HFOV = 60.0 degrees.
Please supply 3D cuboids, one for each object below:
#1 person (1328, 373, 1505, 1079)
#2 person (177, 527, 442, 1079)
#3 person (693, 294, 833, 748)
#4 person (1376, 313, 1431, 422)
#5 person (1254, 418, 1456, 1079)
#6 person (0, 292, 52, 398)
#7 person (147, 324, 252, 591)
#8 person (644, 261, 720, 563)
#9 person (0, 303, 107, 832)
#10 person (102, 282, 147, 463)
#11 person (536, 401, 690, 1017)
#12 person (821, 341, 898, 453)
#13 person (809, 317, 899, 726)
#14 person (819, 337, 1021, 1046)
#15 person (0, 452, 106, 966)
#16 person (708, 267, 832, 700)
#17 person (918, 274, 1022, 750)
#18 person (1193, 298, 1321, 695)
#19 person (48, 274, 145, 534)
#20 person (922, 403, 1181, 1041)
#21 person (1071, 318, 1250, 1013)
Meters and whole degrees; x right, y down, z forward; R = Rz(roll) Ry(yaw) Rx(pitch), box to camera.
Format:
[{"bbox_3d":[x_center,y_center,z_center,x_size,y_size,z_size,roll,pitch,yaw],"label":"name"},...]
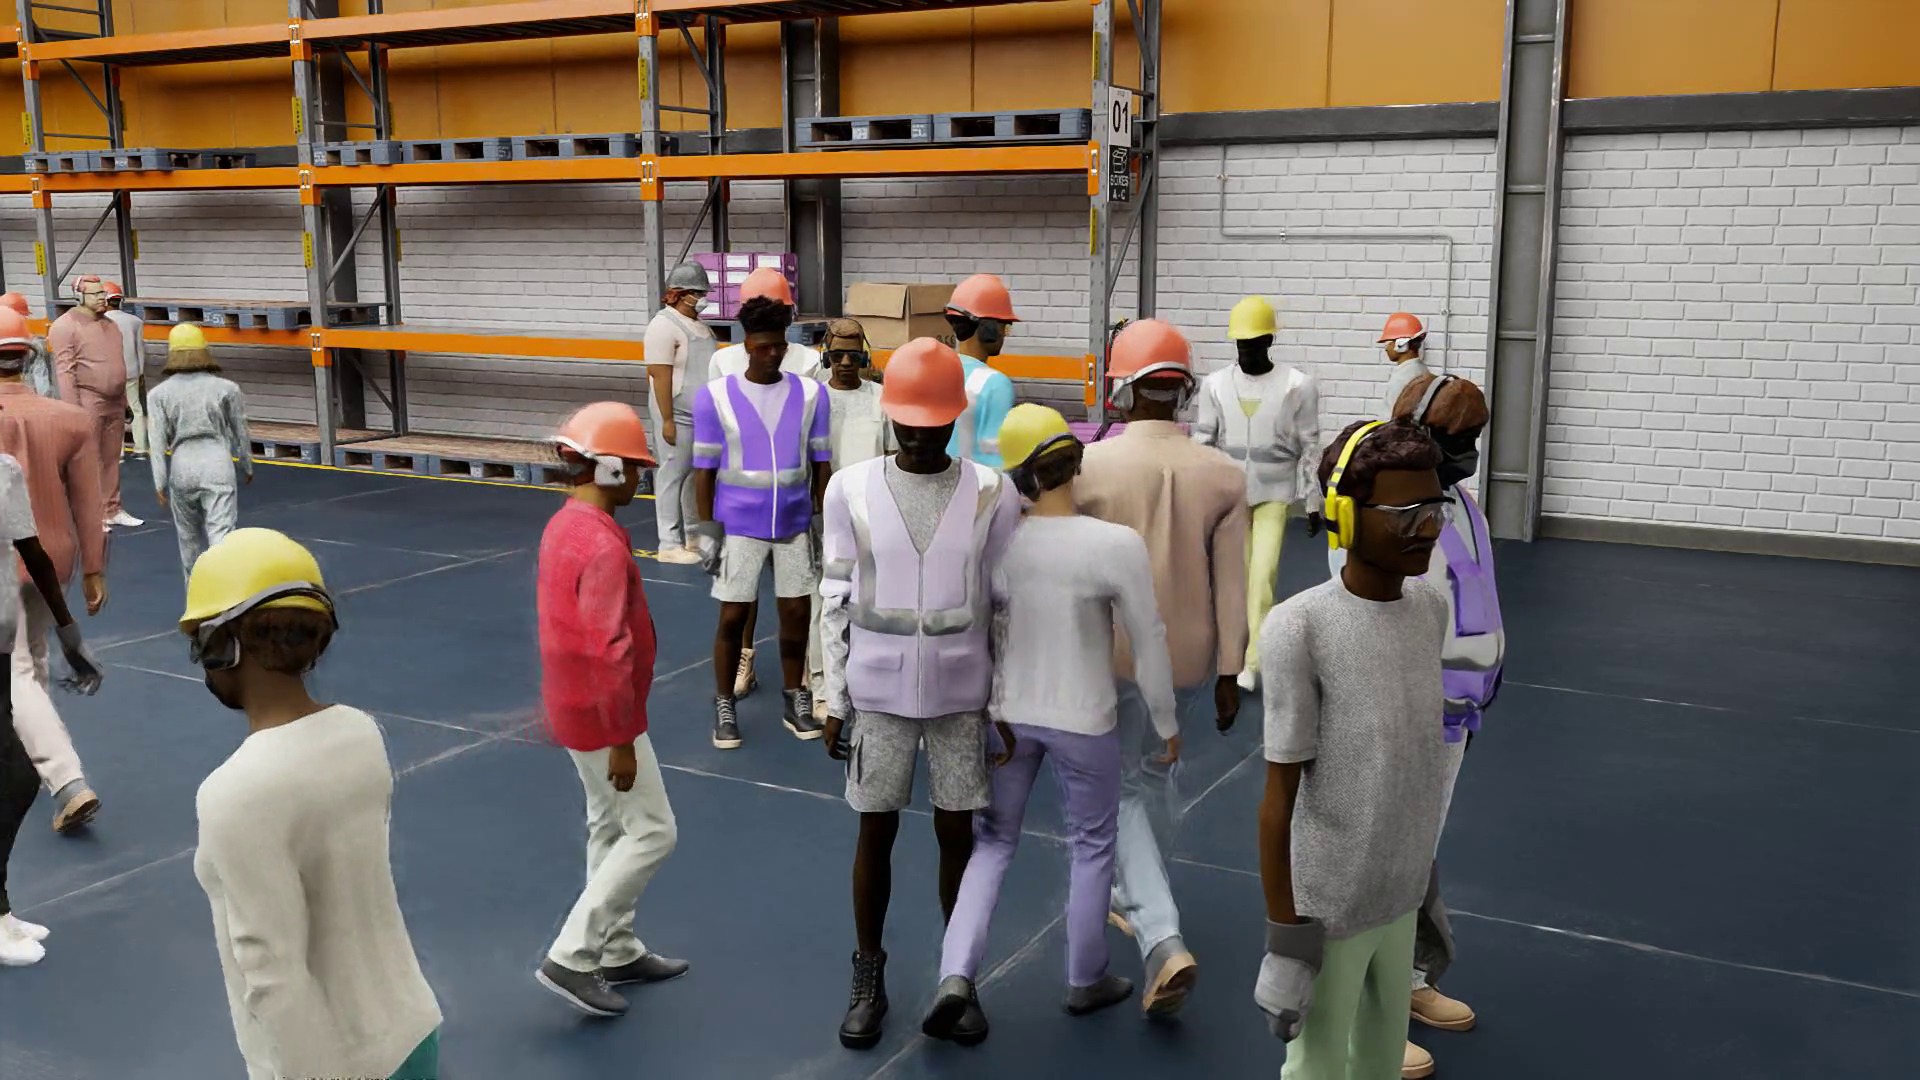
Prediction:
[{"bbox_3d":[1.218,0.474,4.438,0.429,1.838,0.621,8,13,37],"label":"person"},{"bbox_3d":[-1.019,0.843,2.715,0.589,1.717,0.534,2,10,8],"label":"person"},{"bbox_3d":[-0.827,-0.073,7.138,0.618,1.950,0.409,-4,11,-22],"label":"person"},{"bbox_3d":[2.641,-0.485,9.969,0.363,1.740,0.563,6,12,28],"label":"person"},{"bbox_3d":[0.751,0.702,3.096,0.532,1.871,0.319,-9,14,-41],"label":"person"},{"bbox_3d":[-7.433,-1.075,13.155,0.572,1.749,0.341,2,10,8],"label":"person"},{"bbox_3d":[-4.284,-0.365,9.423,0.498,1.696,0.911,-3,11,-18],"label":"person"},{"bbox_3d":[-1.812,-0.873,11.257,0.535,2.000,0.680,4,11,20],"label":"person"},{"bbox_3d":[-3.523,0.092,6.230,1.011,1.959,0.608,7,12,33],"label":"person"},{"bbox_3d":[-8.211,-1.632,16.205,0.330,1.750,0.572,5,12,27],"label":"person"},{"bbox_3d":[-0.990,0.473,4.716,0.406,1.732,0.574,-5,11,-25],"label":"person"},{"bbox_3d":[-0.513,-0.231,8.725,0.501,1.683,0.928,-4,11,-23],"label":"person"},{"bbox_3d":[-0.506,-0.072,7.444,0.501,1.839,0.342,-2,11,-11],"label":"person"},{"bbox_3d":[-0.105,0.420,4.478,0.543,1.928,0.374,0,10,-2],"label":"person"},{"bbox_3d":[-2.917,0.369,5.019,0.546,1.841,0.545,1,10,5],"label":"person"},{"bbox_3d":[-0.893,-0.251,7.842,0.605,2.044,0.375,0,10,2],"label":"person"},{"bbox_3d":[0.066,-0.080,6.936,0.402,2.035,0.609,-6,12,-31],"label":"person"},{"bbox_3d":[1.370,-0.202,7.992,0.616,1.883,0.918,6,12,30],"label":"person"},{"bbox_3d":[-6.407,-1.012,12.388,0.407,1.910,0.640,2,11,11],"label":"person"},{"bbox_3d":[0.257,0.518,4.477,0.631,1.737,0.654,5,11,24],"label":"person"},{"bbox_3d":[0.560,0.344,4.839,0.598,1.962,0.932,-3,11,-18],"label":"person"}]
